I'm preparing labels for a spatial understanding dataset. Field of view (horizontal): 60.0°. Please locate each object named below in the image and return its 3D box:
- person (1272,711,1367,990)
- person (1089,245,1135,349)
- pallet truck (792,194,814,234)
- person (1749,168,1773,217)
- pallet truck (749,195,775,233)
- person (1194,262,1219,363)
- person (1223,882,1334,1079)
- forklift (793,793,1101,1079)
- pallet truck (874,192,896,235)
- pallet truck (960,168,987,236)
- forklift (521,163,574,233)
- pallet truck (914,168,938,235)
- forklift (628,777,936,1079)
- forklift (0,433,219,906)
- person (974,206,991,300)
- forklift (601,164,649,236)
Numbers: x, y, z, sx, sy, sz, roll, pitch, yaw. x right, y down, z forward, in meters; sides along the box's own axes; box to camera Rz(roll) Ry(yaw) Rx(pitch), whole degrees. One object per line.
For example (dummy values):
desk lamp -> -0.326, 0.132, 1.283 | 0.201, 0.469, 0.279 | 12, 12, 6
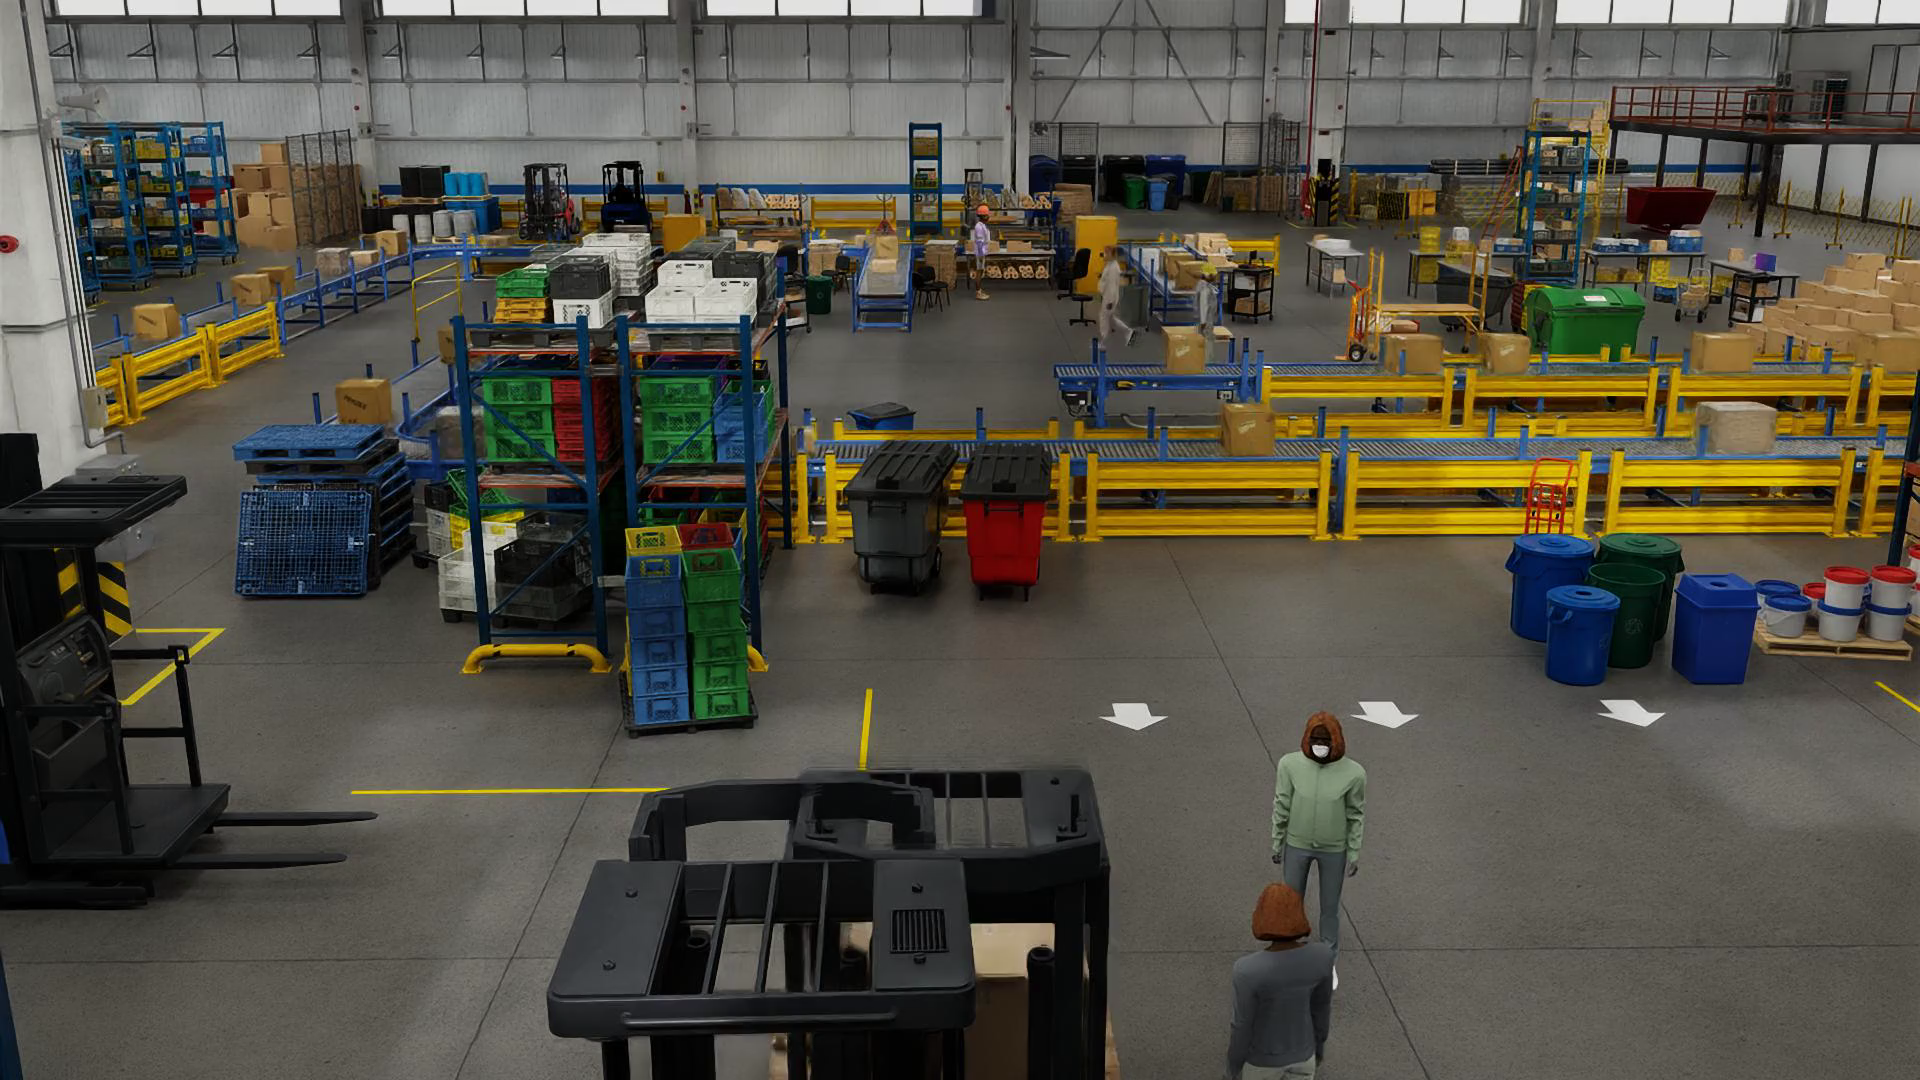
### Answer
person -> 1.989, 1.727, 9.296 | 0.501, 1.633, 0.280 | 5, 17, 15
person -> 2.779, -4.393, 30.135 | 0.749, 1.883, 0.649 | 1, 16, 4
pallet truck -> -4.814, -9.883, 50.259 | 0.704, 1.261, 1.522 | -1, 16, -3
person -> 27.066, -11.834, 56.142 | 0.521, 1.810, 0.900 | -2, 16, -5
pallet truck -> -6.051, -9.967, 50.660 | 0.680, 1.201, 1.601 | 0, 16, -1
person -> 4.091, -3.810, 28.228 | 0.706, 1.811, 0.596 | 0, 16, 0
person -> 1.399, 2.281, 7.366 | 0.504, 1.632, 0.287 | -6, 17, -19
forklift -> -0.041, 2.180, 5.498 | 1.129, 2.768, 1.873 | 0, 16, -1
pallet truck -> -2.277, -9.986, 50.594 | 0.653, 1.274, 1.630 | 0, 16, -1
pallet truck -> 0.383, -10.230, 50.206 | 0.823, 1.965, 1.885 | -1, 16, -3
forklift -> -12.233, -10.122, 49.298 | 1.157, 1.987, 2.680 | 0, 16, -1
pallet truck -> -0.989, -10.316, 50.507 | 0.823, 1.965, 1.885 | 1, 16, 3
forklift -> -0.542, 2.165, 5.552 | 1.129, 2.768, 1.873 | -1, 16, -2
forklift -> -5.952, 0.780, 10.366 | 1.873, 2.768, 1.129 | 0, 16, -1
person -> 0.495, -6.281, 36.396 | 0.379, 2.045, 0.605 | 1, 16, 5
forklift -> -9.948, -10.127, 49.296 | 1.157, 1.987, 2.680 | -1, 16, -3
